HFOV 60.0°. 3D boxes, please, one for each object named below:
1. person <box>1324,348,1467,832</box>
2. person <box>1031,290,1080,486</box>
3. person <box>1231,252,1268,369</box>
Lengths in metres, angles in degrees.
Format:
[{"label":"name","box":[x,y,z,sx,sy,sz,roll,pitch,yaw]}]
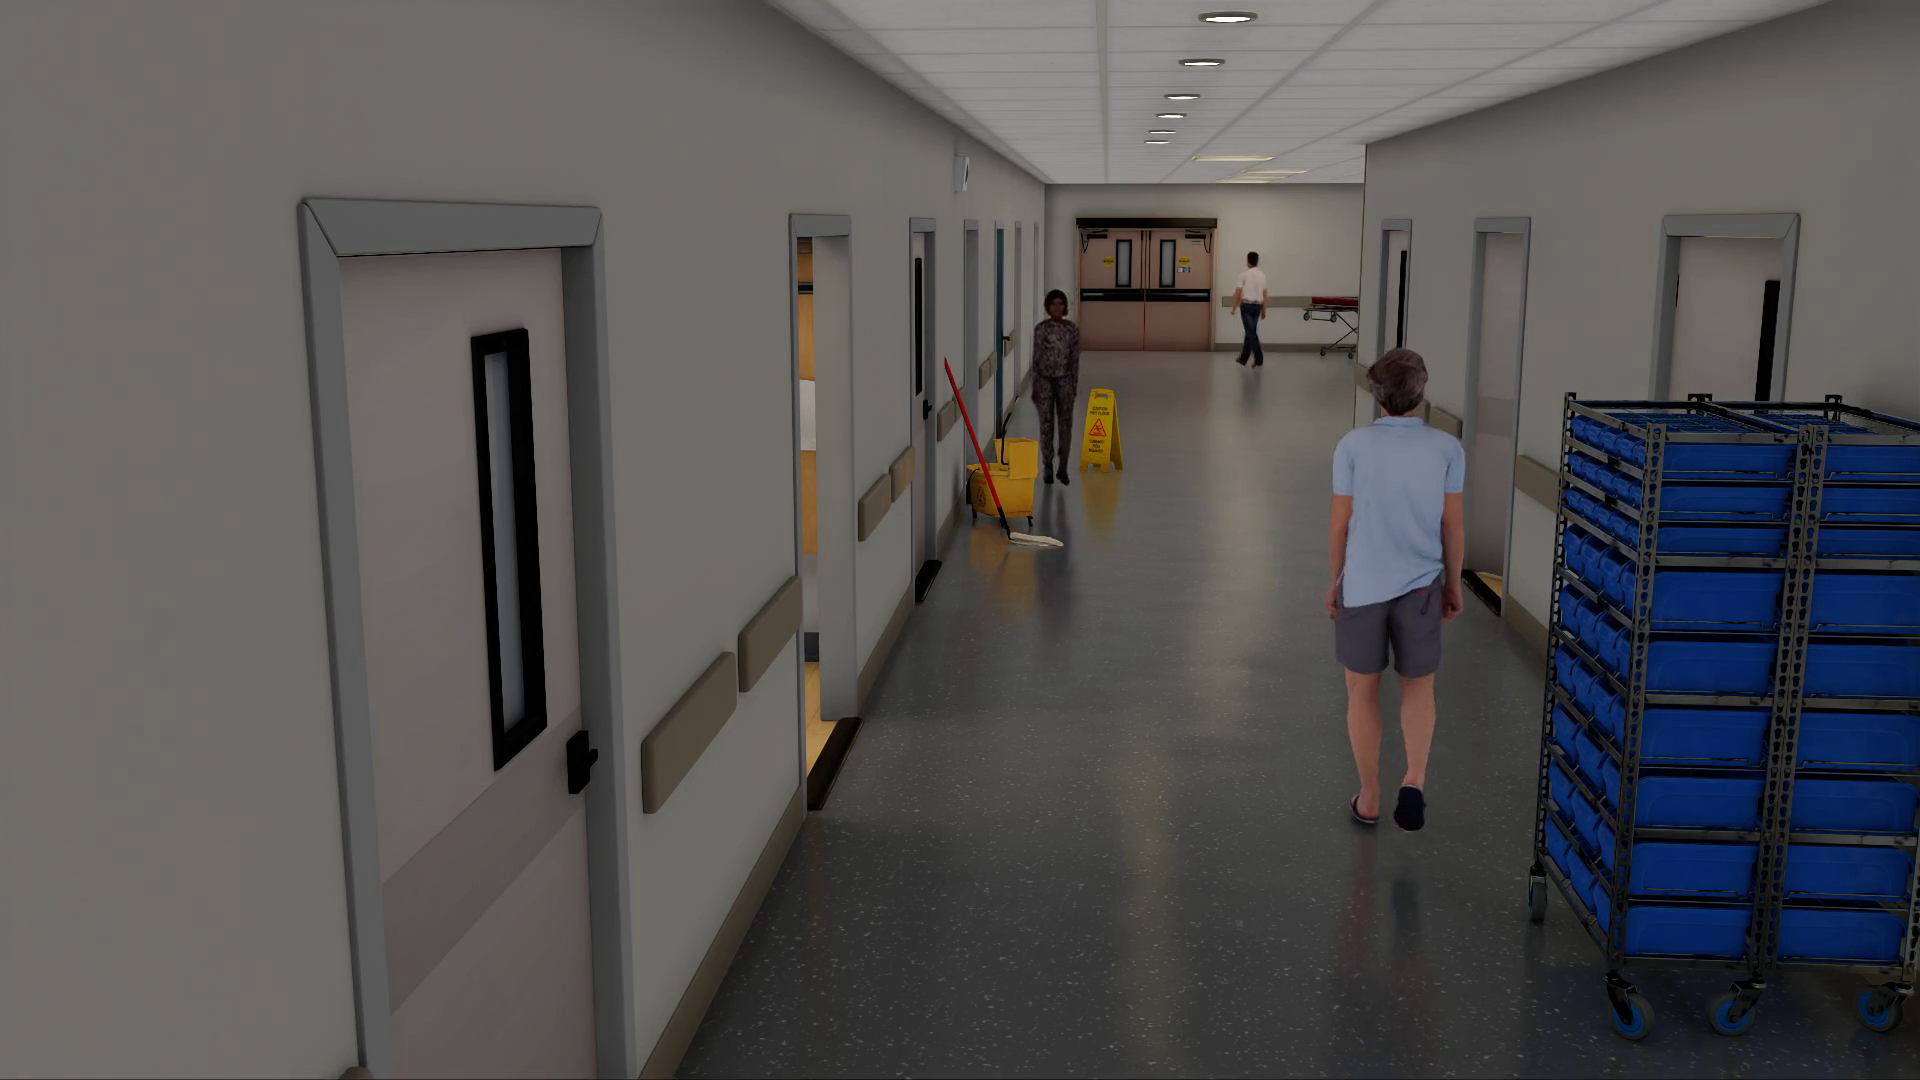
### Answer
[{"label":"person","box":[1.590,0.220,6.122,0.691,1.816,0.901,2,11,9]},{"label":"person","box":[0.820,-1.330,14.607,0.603,1.697,0.700,0,11,2]},{"label":"person","box":[4.629,-3.592,26.232,1.032,1.808,1.320,-4,11,-18]}]
